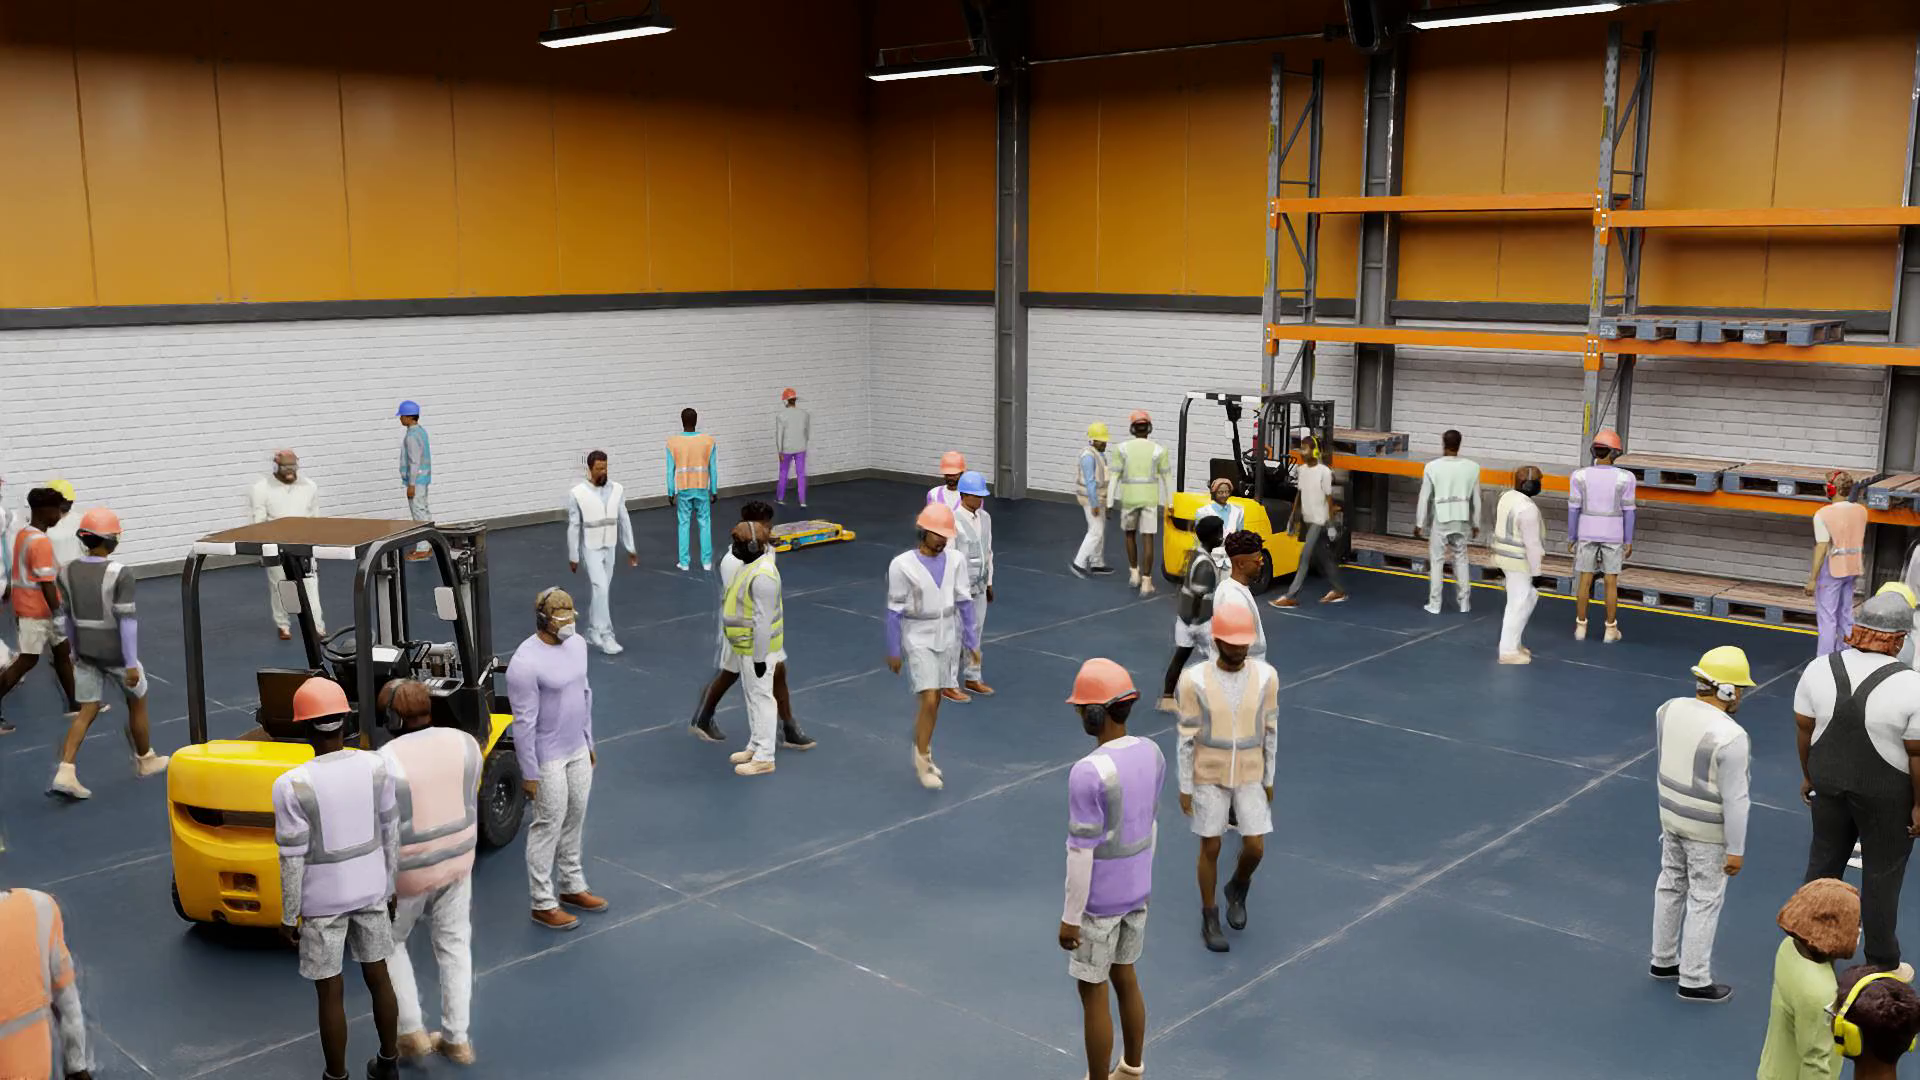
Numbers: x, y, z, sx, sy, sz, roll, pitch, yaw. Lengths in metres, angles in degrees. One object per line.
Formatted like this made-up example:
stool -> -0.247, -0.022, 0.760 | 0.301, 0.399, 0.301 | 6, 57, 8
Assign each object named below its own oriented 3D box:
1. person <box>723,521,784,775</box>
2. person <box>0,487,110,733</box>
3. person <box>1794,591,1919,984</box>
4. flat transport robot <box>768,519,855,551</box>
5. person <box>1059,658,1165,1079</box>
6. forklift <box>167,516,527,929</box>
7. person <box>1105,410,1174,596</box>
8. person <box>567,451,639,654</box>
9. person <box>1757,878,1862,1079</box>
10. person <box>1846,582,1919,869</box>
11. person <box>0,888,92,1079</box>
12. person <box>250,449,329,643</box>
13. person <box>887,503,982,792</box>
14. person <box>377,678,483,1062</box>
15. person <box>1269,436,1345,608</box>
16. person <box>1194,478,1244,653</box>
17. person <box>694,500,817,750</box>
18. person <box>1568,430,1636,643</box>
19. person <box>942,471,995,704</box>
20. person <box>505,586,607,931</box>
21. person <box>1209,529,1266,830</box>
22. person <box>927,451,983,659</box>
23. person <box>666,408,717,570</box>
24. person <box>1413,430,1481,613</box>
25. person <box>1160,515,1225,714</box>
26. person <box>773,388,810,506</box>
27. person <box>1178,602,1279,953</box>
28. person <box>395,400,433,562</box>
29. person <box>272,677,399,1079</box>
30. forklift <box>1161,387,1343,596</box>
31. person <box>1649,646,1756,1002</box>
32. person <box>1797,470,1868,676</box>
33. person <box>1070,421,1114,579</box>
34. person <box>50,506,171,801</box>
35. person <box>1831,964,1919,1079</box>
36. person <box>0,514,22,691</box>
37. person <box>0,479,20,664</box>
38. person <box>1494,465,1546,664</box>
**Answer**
person -> -1.486, 0.769, 11.971 | 0.429, 1.838, 0.628 | -3, 10, -16
person -> -7.300, 0.534, 13.054 | 0.948, 1.921, 0.617 | -7, 12, -33
person -> 4.703, 1.256, 8.596 | 0.536, 2.000, 0.688 | -6, 12, -33
flat transport robot -> -2.072, -0.066, 21.155 | 0.652, 0.197, 1.431 | 9, 13, 41
person -> 0.619, 1.510, 7.186 | 0.410, 2.033, 0.613 | 8, 13, 37
forklift -> -3.583, 0.976, 9.748 | 1.214, 2.155, 2.313 | 2, 10, 11
person -> 1.987, -0.425, 18.298 | 0.755, 1.983, 0.859 | 2, 10, 9
person -> -3.285, 0.115, 15.541 | 0.851, 1.889, 0.595 | 8, 13, 39
person -> 2.932, 1.955, 5.799 | 0.271, 1.627, 0.501 | 3, 10, 16
person -> 5.611, 1.125, 10.112 | 0.309, 1.772, 0.525 | 7, 12, 35
person -> -3.421, 1.836, 5.738 | 0.952, 1.879, 0.599 | 3, 10, 17
person -> -6.352, 0.081, 15.795 | 0.653, 1.864, 0.956 | -7, 12, -34
person -> -0.152, 0.743, 11.628 | 0.601, 2.005, 0.750 | -7, 12, -35
person -> -2.485, 1.527, 7.683 | 0.485, 1.824, 0.634 | 9, 14, 43
person -> 3.699, -0.195, 17.512 | 0.995, 1.813, 0.538 | -4, 11, -20
person -> 2.421, 0.231, 15.568 | 0.514, 1.641, 0.309 | -3, 10, -17
person -> -1.603, 0.632, 12.552 | 1.035, 1.911, 0.606 | 6, 12, 30
person -> 6.145, -0.034, 15.955 | 0.605, 2.035, 0.392 | 5, 11, 28
person -> 0.071, 0.384, 13.859 | 0.417, 1.939, 0.610 | 8, 13, 38
person -> -2.247, 1.200, 9.245 | 0.374, 1.929, 0.635 | 4, 11, 20
person -> 1.808, 0.897, 10.849 | 0.367, 1.966, 0.604 | 0, 10, 2
person -> -0.060, 0.137, 15.292 | 0.544, 1.930, 0.388 | 3, 10, 18
person -> -3.135, -0.589, 19.478 | 0.587, 1.911, 0.397 | -2, 10, -14
person -> 5.039, -0.183, 17.185 | 0.661, 1.905, 0.420 | -1, 10, -5
person -> 2.012, 0.619, 13.311 | 0.850, 1.655, 0.549 | 0, 10, -1
person -> -2.478, -1.368, 24.439 | 0.581, 1.716, 0.713 | -5, 11, -27
person -> 1.429, 1.261, 8.893 | 0.549, 1.924, 0.460 | 0, 10, -1
person -> -6.582, -0.716, 20.090 | 0.400, 1.944, 0.618 | -1, 10, -7
person -> -2.720, 1.545, 7.270 | 0.373, 1.928, 0.543 | 10, 14, 44
forklift -> 3.298, -0.608, 18.767 | 1.214, 2.155, 2.313 | 9, 13, 42
person -> 3.719, 1.417, 8.325 | 0.403, 1.817, 0.605 | -3, 10, -14
person -> 7.624, 0.321, 14.505 | 0.570, 1.845, 0.417 | -4, 11, -22
person -> 1.529, -0.456, 19.019 | 0.432, 1.821, 0.603 | 3, 10, 15
person -> -5.945, 0.771, 11.478 | 0.625, 2.008, 1.003 | 2, 10, 13
person -> 2.427, 2.062, 4.527 | 0.511, 1.862, 0.324 | -2, 10, -10
person -> -8.105, 0.410, 13.694 | 0.424, 1.934, 0.642 | 2, 10, 10
person -> -8.495, 0.330, 14.478 | 0.824, 1.833, 0.592 | 6, 12, 30
person -> 5.111, 0.228, 15.058 | 0.519, 1.822, 0.650 | 0, 10, 0
